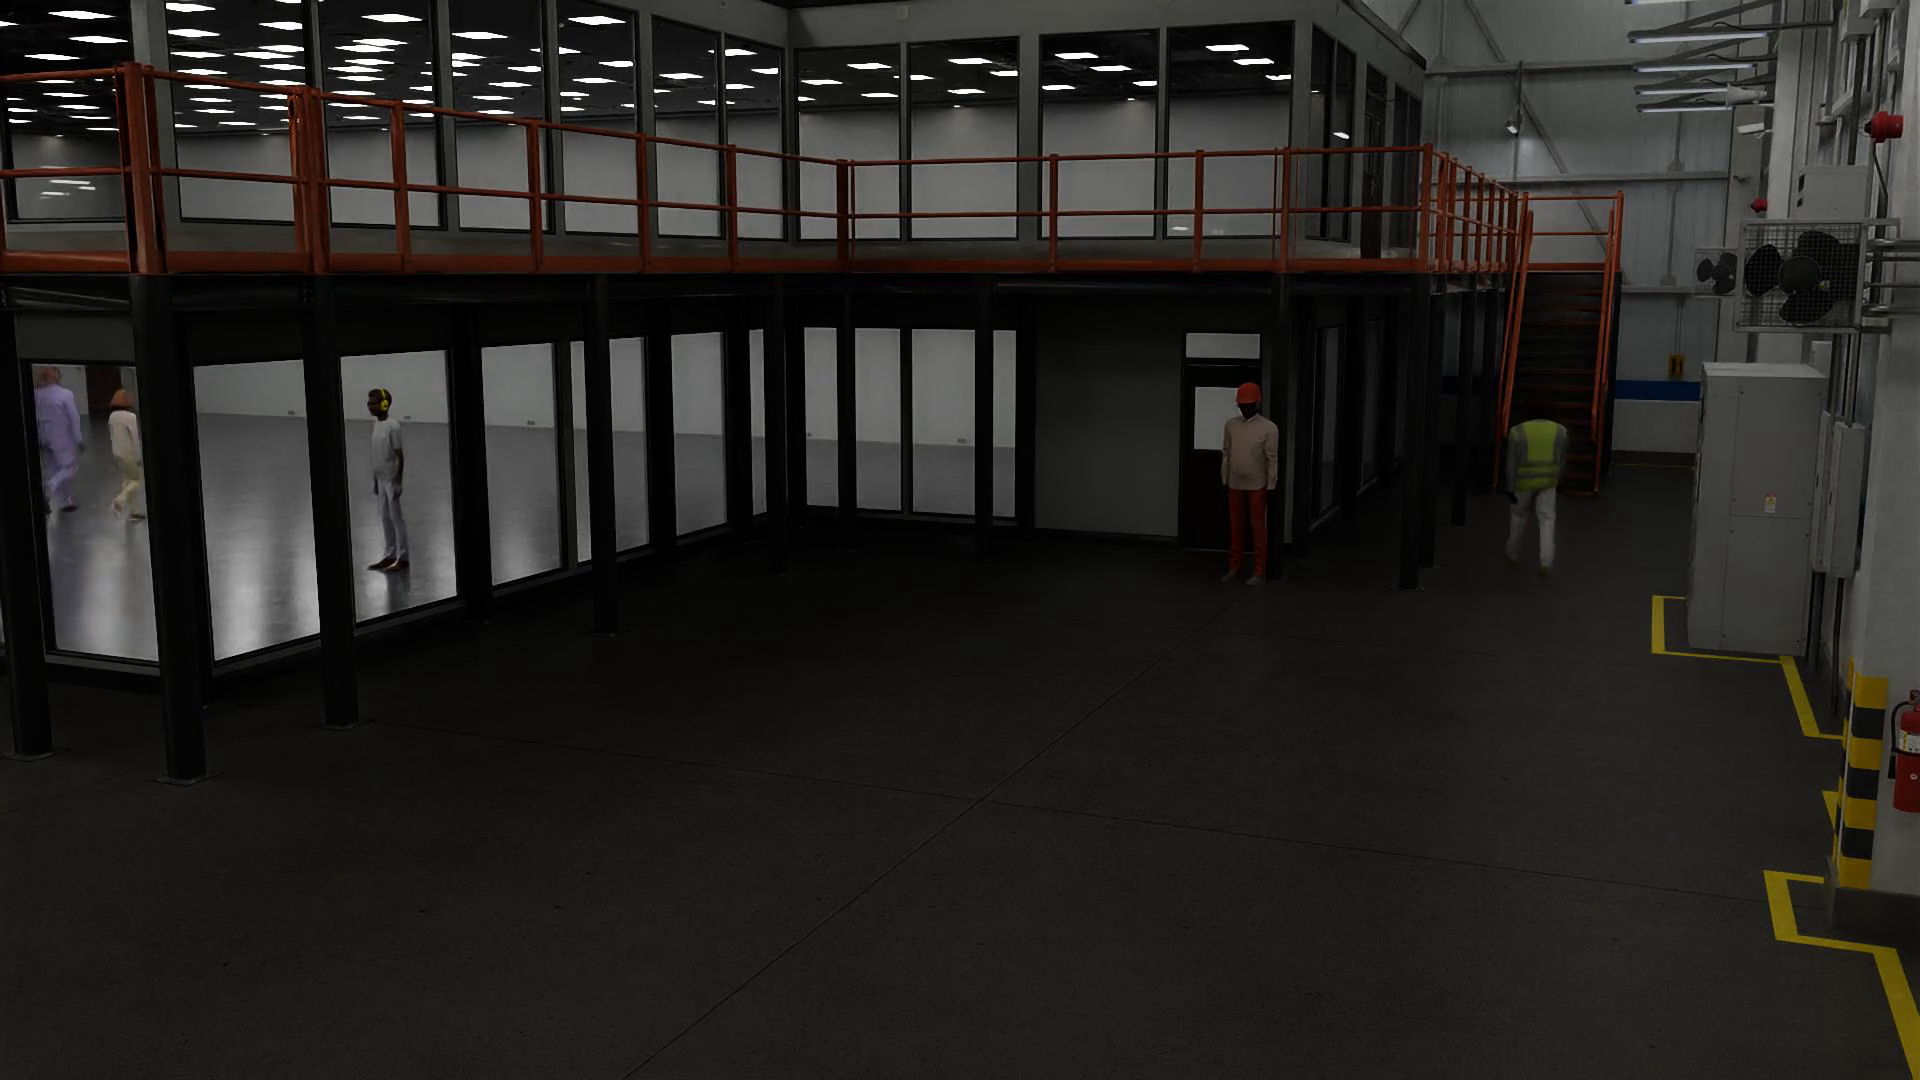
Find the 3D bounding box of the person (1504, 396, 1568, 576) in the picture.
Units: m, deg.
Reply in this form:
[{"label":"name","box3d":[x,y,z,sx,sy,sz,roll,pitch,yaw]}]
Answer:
[{"label":"person","box3d":[5.824,-0.558,16.881,0.639,1.793,0.985,0,9,3]}]

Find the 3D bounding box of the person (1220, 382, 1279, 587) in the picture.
[{"label":"person","box3d":[2.795,-0.542,16.172,0.612,1.986,0.407,8,12,41]}]
